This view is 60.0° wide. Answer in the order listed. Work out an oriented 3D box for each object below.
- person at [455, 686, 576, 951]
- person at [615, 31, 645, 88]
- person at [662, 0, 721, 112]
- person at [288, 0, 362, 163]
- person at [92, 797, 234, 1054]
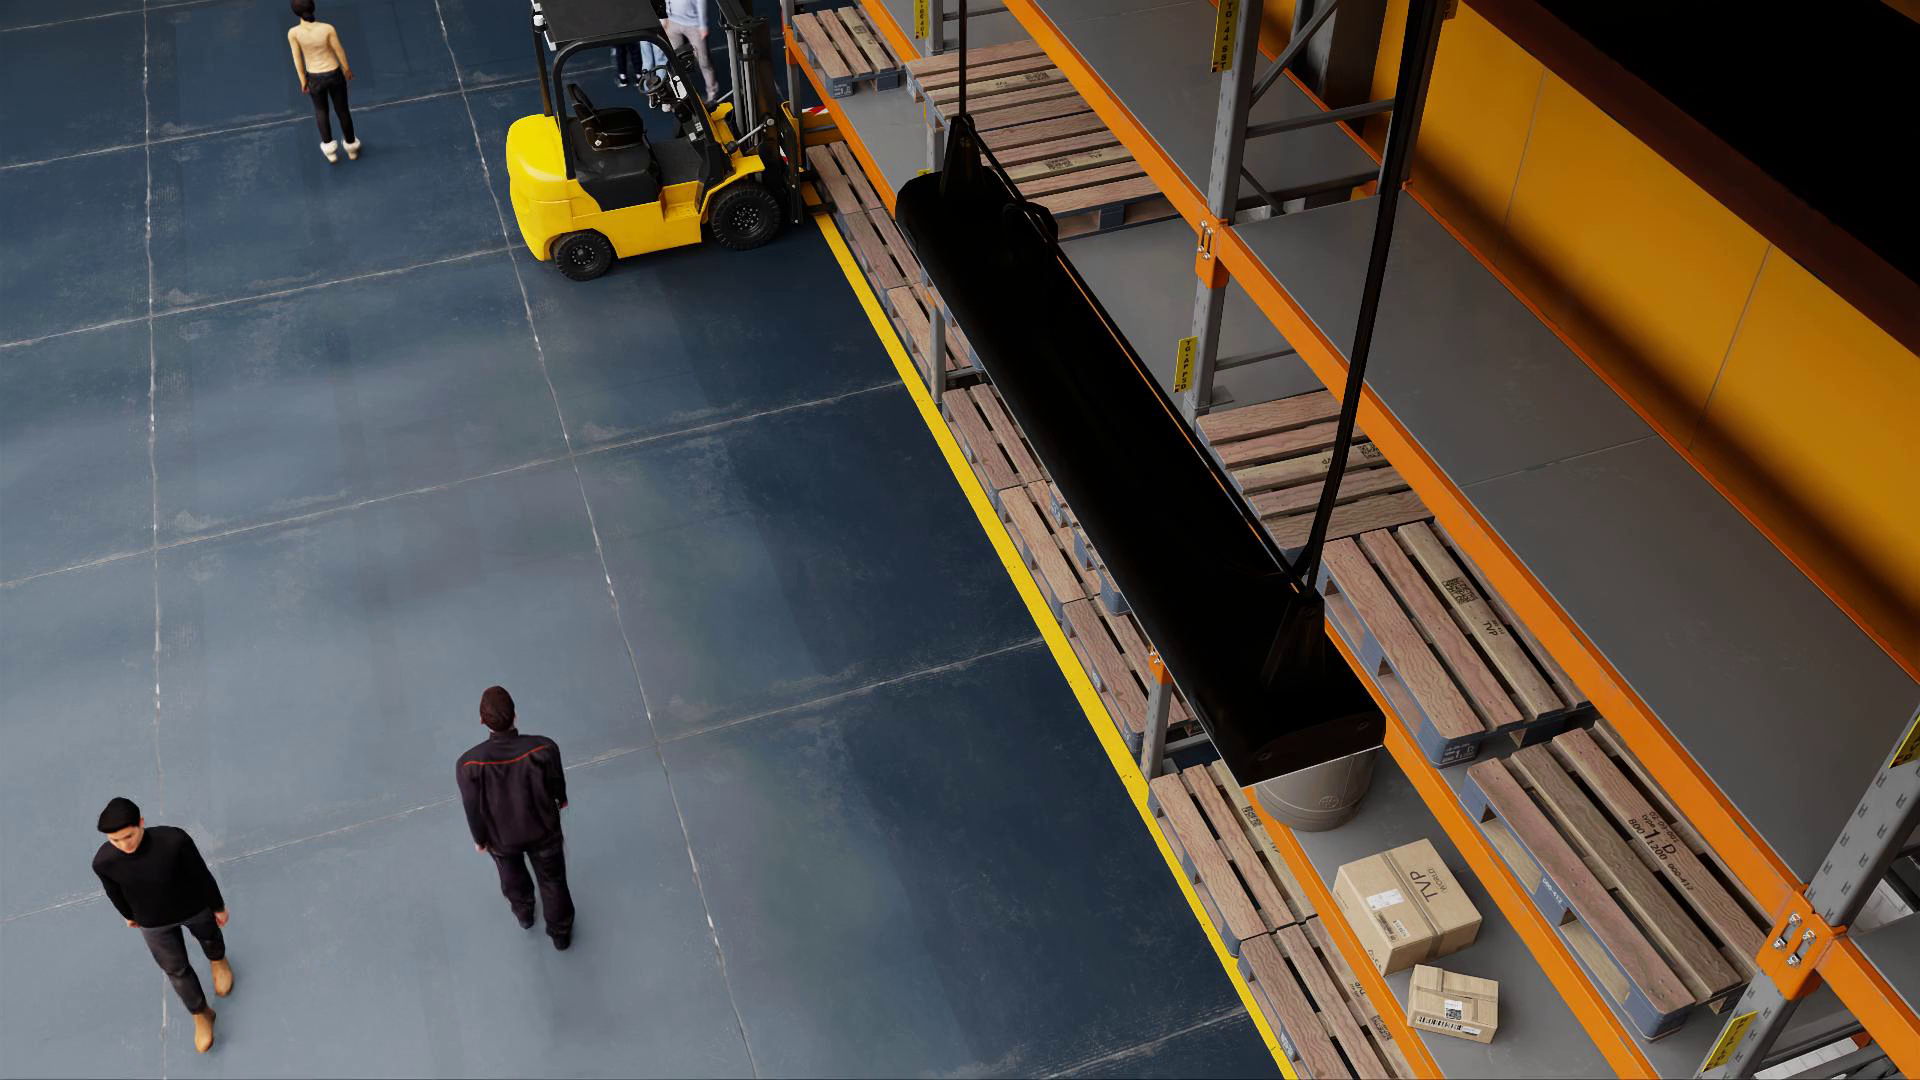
[{"bbox_3d":[-2.352,1.599,8.970,0.715,1.889,0.715,-11,45,-11],"label":"person"},{"bbox_3d":[-3.329,-5.113,16.476,0.549,1.253,0.547,-2,44,-2],"label":"person"},{"bbox_3d":[-2.605,-4.947,15.842,0.731,1.887,0.776,15,46,15],"label":"person"},{"bbox_3d":[-5.813,-4.219,15.244,0.632,1.658,0.628,-10,45,-10],"label":"person"},{"bbox_3d":[-4.185,1.872,8.816,0.686,1.706,0.875,-16,46,-16],"label":"person"}]
